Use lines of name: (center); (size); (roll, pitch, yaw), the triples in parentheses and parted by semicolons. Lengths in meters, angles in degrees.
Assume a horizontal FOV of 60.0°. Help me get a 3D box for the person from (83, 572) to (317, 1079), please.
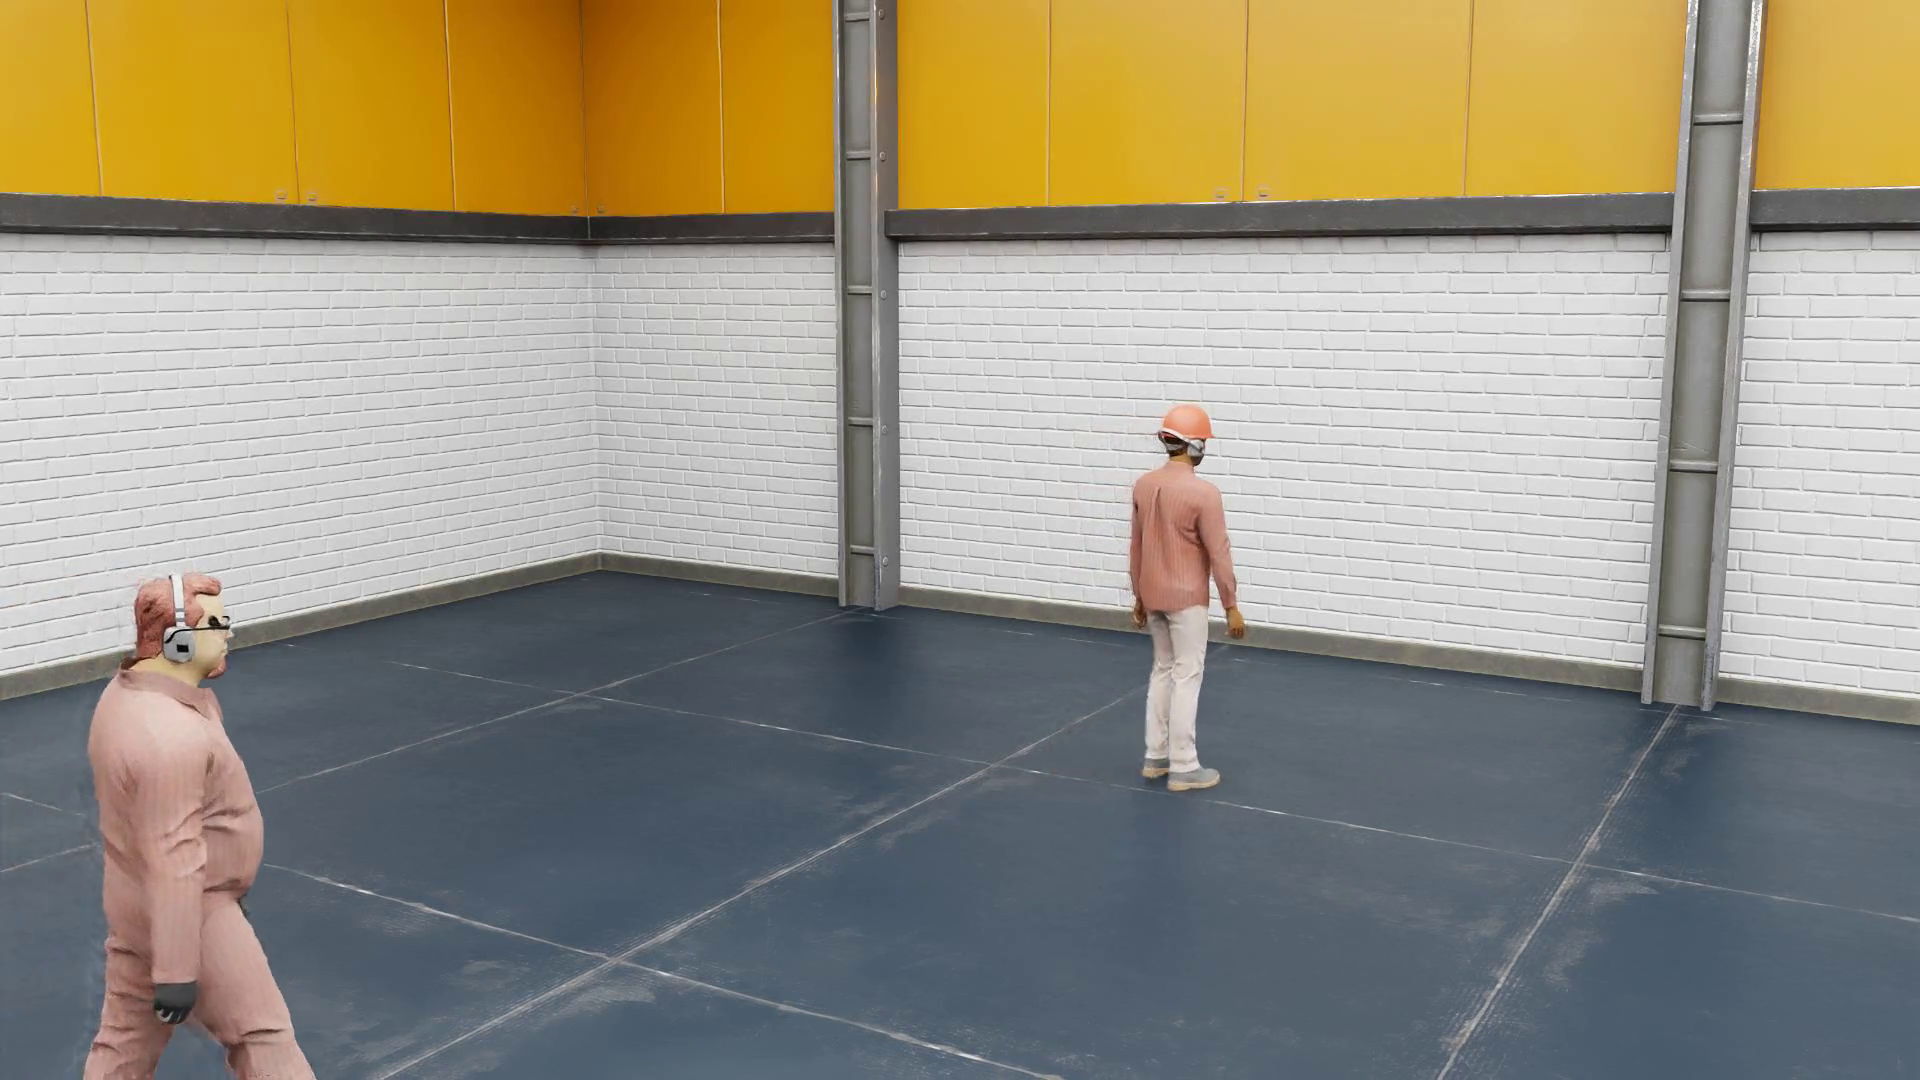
person: (-2.028, 0.999, 4.542); (0.973, 1.856, 0.659); (-7, 12, -38)

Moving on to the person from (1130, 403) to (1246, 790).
person: (1.137, 0.294, 8.540); (0.418, 1.990, 0.629); (-5, 11, -31)
